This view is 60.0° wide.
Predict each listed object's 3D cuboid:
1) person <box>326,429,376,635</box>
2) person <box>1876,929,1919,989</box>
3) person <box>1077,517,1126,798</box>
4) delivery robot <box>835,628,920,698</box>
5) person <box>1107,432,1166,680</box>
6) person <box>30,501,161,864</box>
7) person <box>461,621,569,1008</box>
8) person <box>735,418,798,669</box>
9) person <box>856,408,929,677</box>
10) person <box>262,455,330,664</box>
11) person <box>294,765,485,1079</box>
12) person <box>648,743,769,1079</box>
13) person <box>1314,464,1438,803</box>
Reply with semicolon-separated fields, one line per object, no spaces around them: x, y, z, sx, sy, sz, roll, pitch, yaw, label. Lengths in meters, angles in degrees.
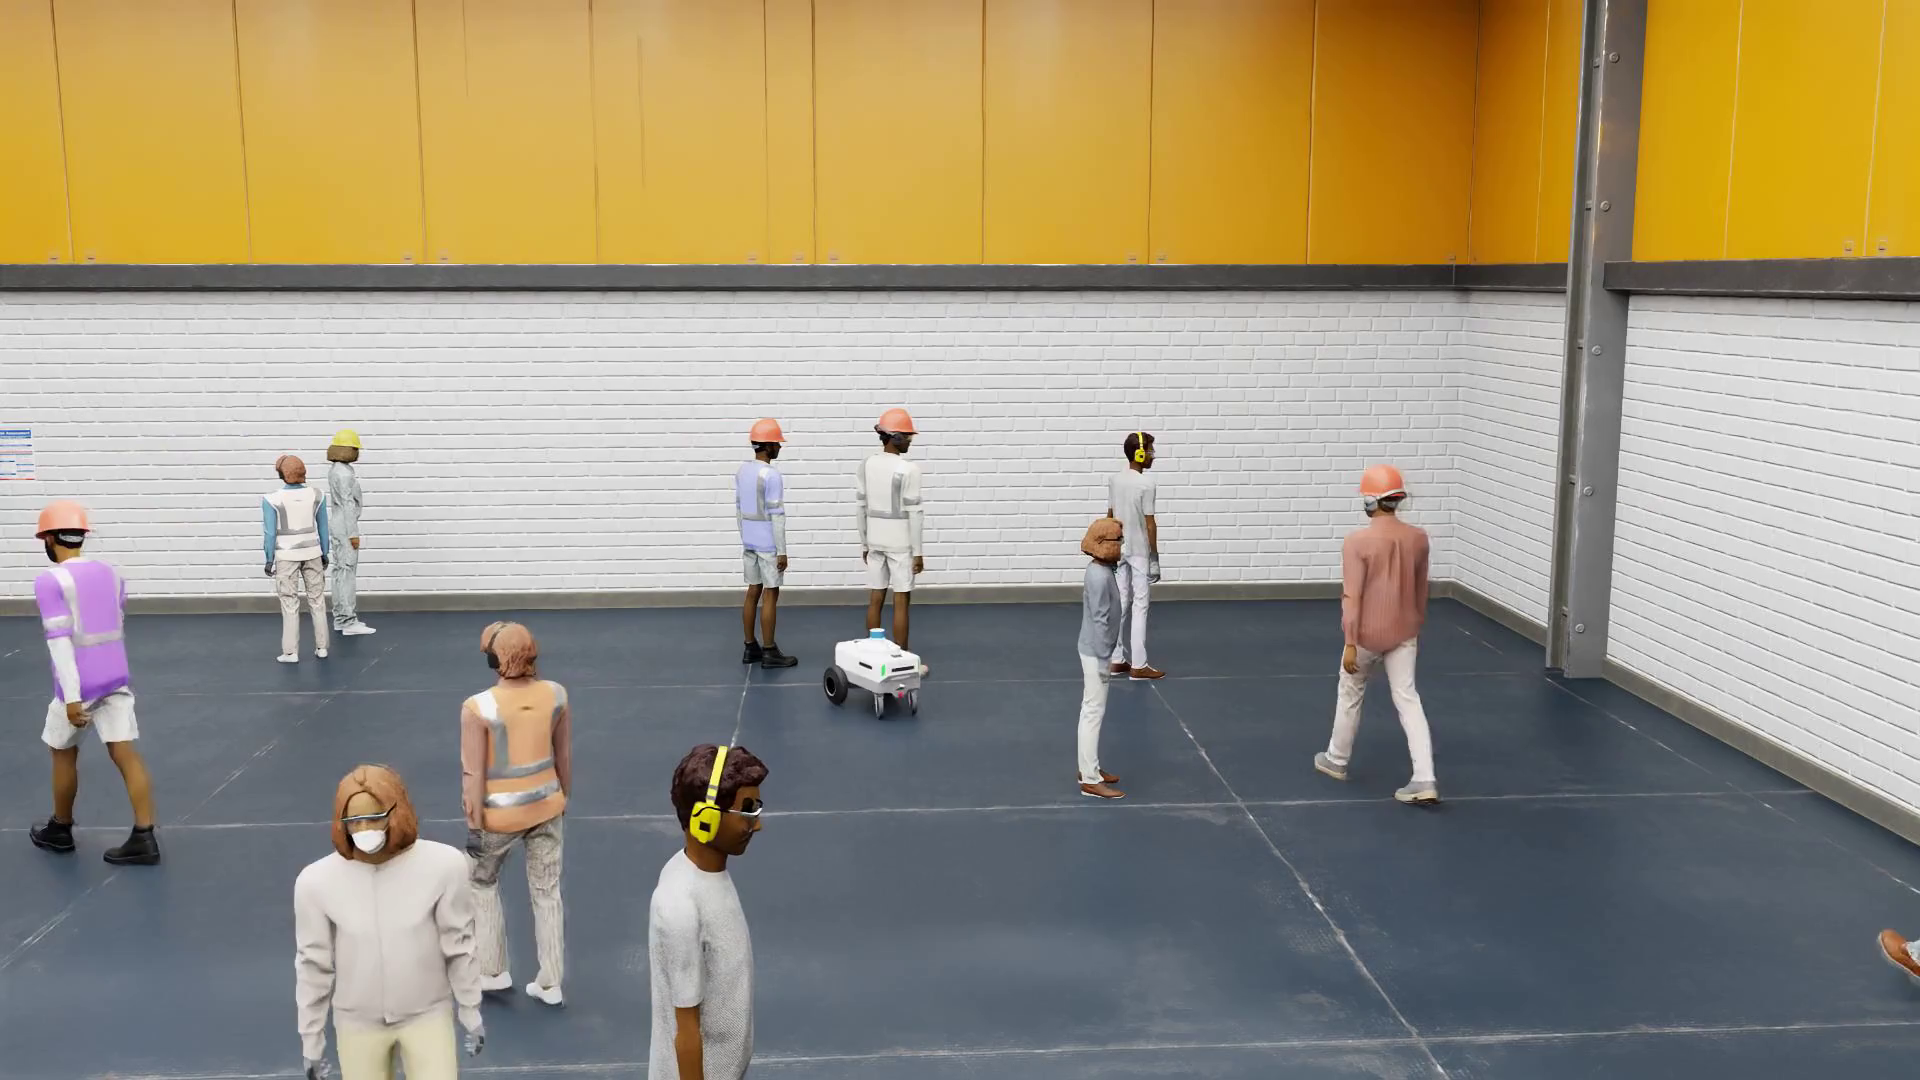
-5.184;-0.071;14.111;0.312;1.738;0.483;-6;11;-31;person
4.288;1.018;6.752;0.658;1.897;0.980;-4;10;-22;person
0.831;0.676;9.744;0.286;1.633;0.500;1;9;5;person
-0.578;0.864;11.648;0.477;0.478;0.707;-6;11;-33;delivery robot
1.318;0.118;12.525;0.312;1.865;0.538;-7;11;-36;person
-4.538;0.738;8.635;0.961;1.859;0.556;4;10;22;person
-1.875;1.132;6.923;0.568;1.618;0.539;8;12;43;person
-1.498;0.024;12.889;0.366;1.935;0.552;-8;12;-40;person
-0.502;0.030;12.533;0.609;2.040;0.395;7;12;39;person
-5.186;0.152;13.023;0.522;1.637;0.306;-9;13;-43;person
-1.686;1.447;4.941;0.527;1.618;0.385;-2;9;-12;person
-0.630;1.431;4.285;0.328;1.865;0.521;-1;9;-4;person
2.477;0.531;9.695;0.634;1.949;1.038;-3;10;-20;person
